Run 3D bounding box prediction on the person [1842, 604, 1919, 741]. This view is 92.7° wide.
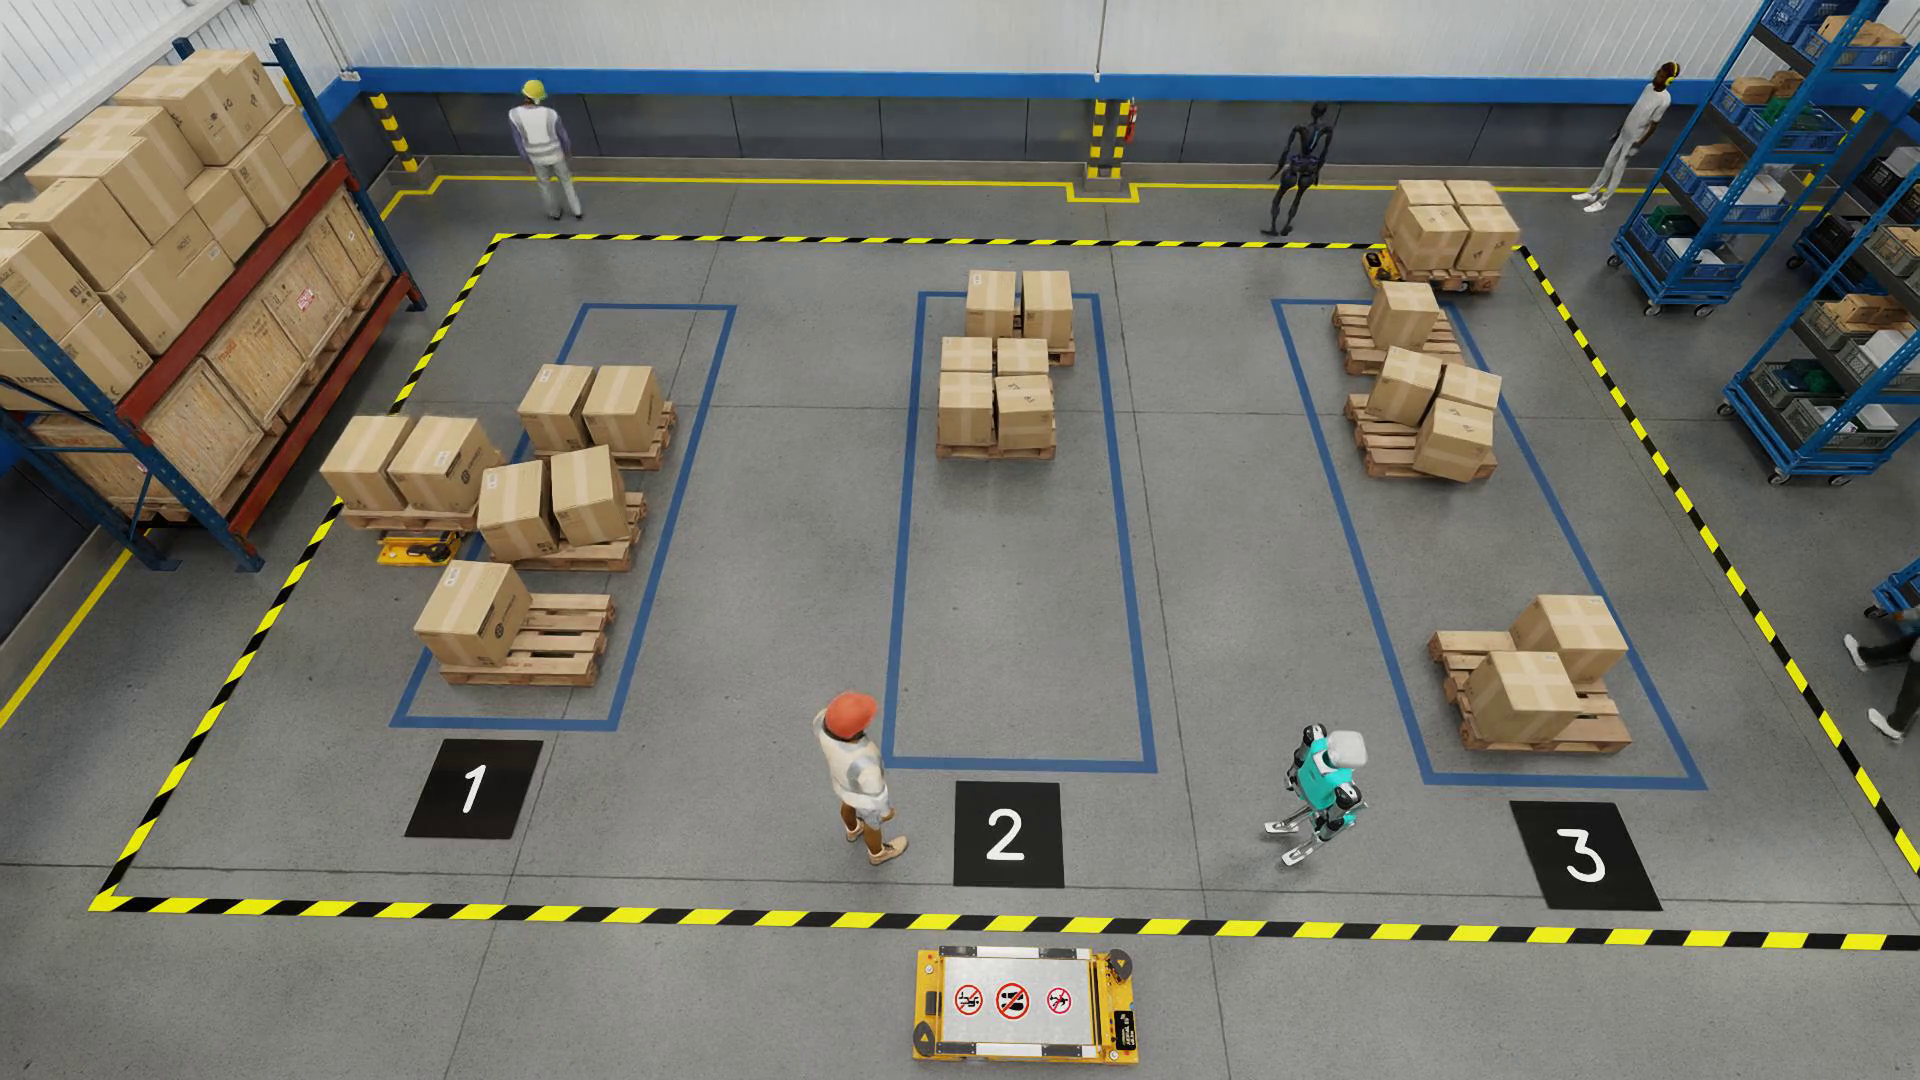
[{"bbox_3d":[7.525,0.712,6.924,0.586,1.792,1.013,4,51,4],"label":"person"}]

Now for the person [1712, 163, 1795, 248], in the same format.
[{"bbox_3d":[9.336,-4.043,10.828,0.486,1.746,0.287,-16,53,-12],"label":"person"}]

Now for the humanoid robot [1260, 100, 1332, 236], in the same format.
[{"bbox_3d":[4.166,-4.527,11.265,0.603,1.641,0.400,-3,51,-3],"label":"humanoid robot"}]

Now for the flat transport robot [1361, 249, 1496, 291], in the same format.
[{"bbox_3d":[5.719,-3.317,11.172,1.431,0.197,0.652,1,51,1],"label":"flat transport robot"}]

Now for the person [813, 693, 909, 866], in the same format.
[{"bbox_3d":[-0.650,1.585,6.048,0.366,2.048,0.604,-35,59,-25],"label":"person"}]

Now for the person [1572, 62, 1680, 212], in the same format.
[{"bbox_3d":[8.450,-5.079,11.590,0.329,1.876,0.509,-2,51,-2],"label":"person"}]

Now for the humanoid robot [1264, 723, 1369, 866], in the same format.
[{"bbox_3d":[2.500,1.687,6.079,0.735,1.673,0.533,-11,52,-9],"label":"humanoid robot"}]

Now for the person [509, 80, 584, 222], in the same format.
[{"bbox_3d":[-5.140,-4.805,11.439,0.618,1.797,0.435,-13,52,-10],"label":"person"}]

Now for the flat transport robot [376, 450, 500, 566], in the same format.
[{"bbox_3d":[-4.981,-0.369,8.768,0.652,0.197,1.431,1,51,1],"label":"flat transport robot"}]

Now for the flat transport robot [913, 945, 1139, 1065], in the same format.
[{"bbox_3d":[0.422,3.041,6.007,1.431,0.231,0.659,1,51,1],"label":"flat transport robot"}]
